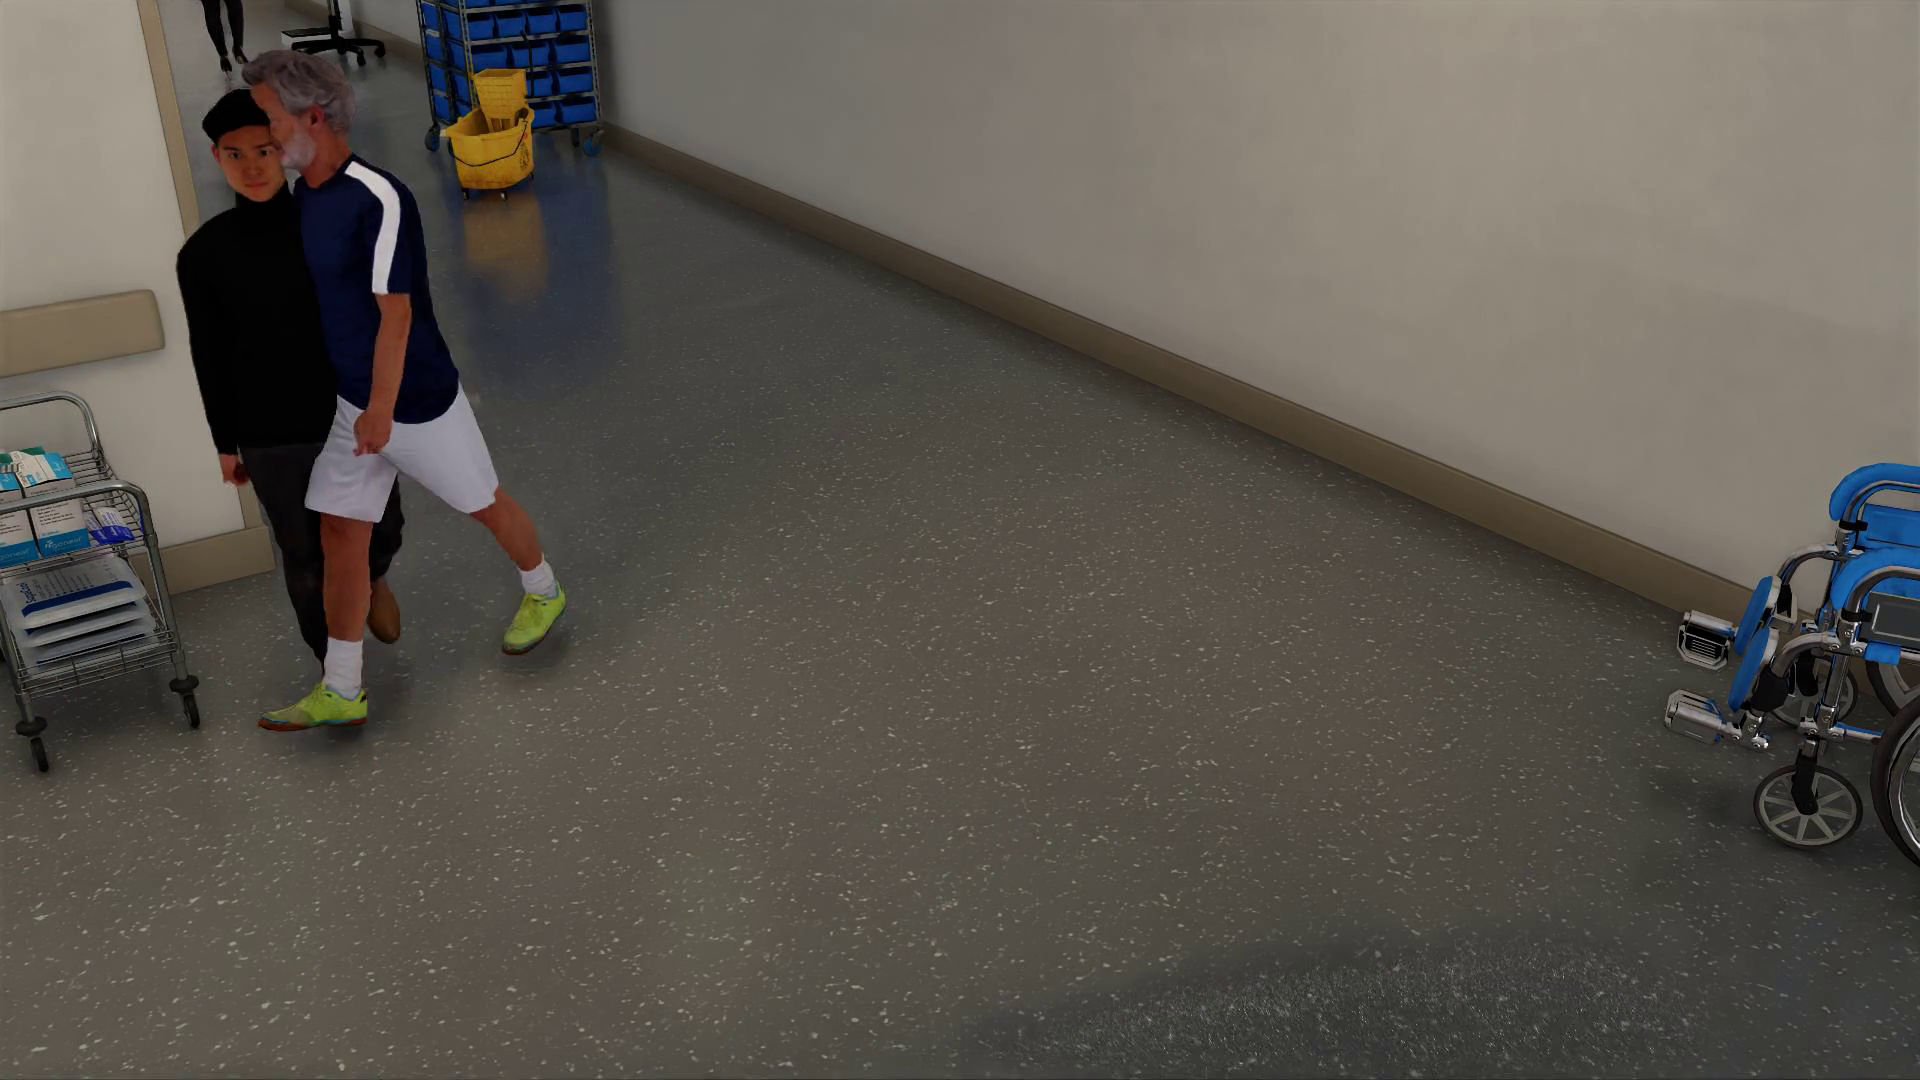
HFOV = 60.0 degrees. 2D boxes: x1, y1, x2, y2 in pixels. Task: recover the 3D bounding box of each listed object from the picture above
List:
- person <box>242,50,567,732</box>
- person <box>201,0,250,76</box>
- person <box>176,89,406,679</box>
[{"bbox_3d":[-1.450,-0.395,4.515,0.984,1.772,1.300,15,29,28],"label":"person"},{"bbox_3d":[-6.004,-4.582,13.308,0.605,1.677,0.743,-8,27,-16],"label":"person"},{"bbox_3d":[-1.768,-0.361,4.513,0.809,1.712,0.820,-9,27,-18],"label":"person"}]
